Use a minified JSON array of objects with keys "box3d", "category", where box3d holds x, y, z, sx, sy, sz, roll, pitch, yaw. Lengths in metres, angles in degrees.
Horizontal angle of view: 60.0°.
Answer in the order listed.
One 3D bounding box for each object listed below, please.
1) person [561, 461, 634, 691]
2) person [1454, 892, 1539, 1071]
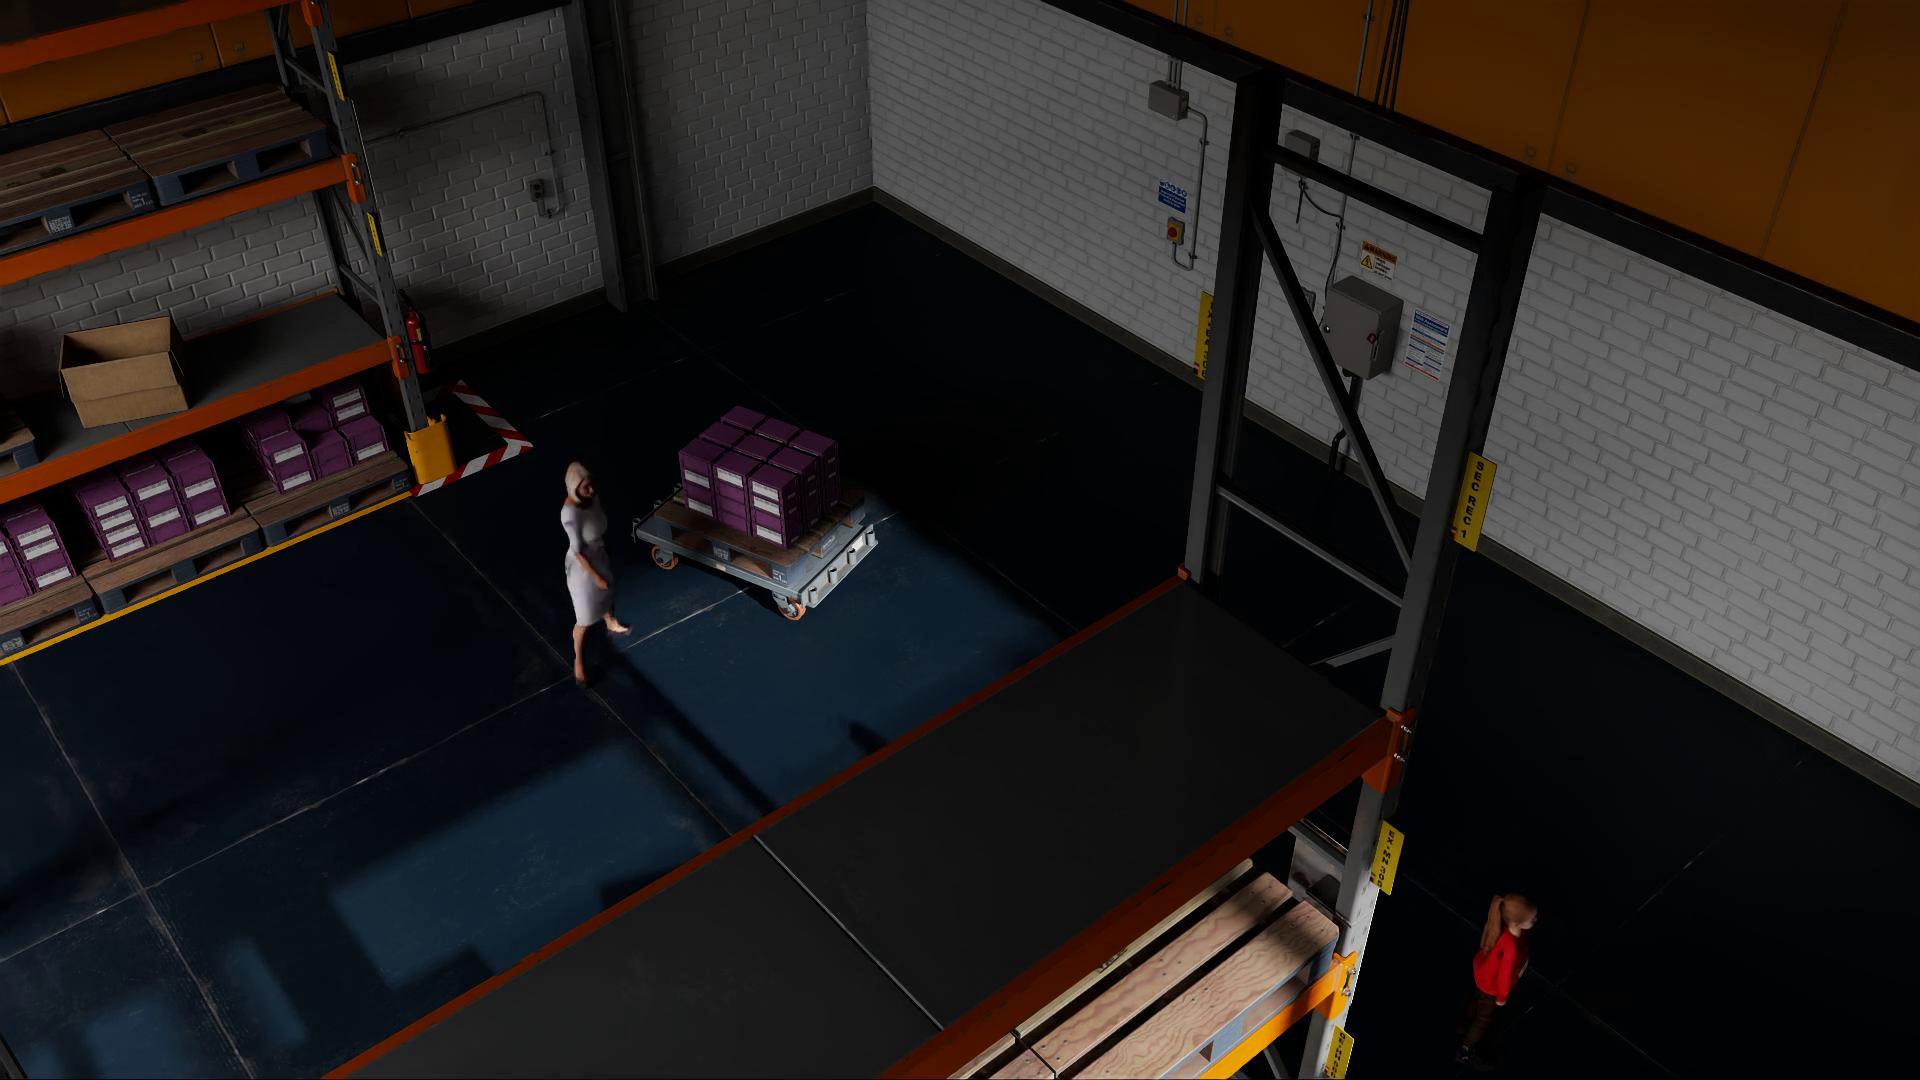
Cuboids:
[{"box3d":[-2.510,0.137,11.266,0.965,1.734,0.806,2,39,2],"category":"person"},{"box3d":[2.858,2.324,8.889,0.626,1.282,0.556,7,39,9],"category":"person"}]
